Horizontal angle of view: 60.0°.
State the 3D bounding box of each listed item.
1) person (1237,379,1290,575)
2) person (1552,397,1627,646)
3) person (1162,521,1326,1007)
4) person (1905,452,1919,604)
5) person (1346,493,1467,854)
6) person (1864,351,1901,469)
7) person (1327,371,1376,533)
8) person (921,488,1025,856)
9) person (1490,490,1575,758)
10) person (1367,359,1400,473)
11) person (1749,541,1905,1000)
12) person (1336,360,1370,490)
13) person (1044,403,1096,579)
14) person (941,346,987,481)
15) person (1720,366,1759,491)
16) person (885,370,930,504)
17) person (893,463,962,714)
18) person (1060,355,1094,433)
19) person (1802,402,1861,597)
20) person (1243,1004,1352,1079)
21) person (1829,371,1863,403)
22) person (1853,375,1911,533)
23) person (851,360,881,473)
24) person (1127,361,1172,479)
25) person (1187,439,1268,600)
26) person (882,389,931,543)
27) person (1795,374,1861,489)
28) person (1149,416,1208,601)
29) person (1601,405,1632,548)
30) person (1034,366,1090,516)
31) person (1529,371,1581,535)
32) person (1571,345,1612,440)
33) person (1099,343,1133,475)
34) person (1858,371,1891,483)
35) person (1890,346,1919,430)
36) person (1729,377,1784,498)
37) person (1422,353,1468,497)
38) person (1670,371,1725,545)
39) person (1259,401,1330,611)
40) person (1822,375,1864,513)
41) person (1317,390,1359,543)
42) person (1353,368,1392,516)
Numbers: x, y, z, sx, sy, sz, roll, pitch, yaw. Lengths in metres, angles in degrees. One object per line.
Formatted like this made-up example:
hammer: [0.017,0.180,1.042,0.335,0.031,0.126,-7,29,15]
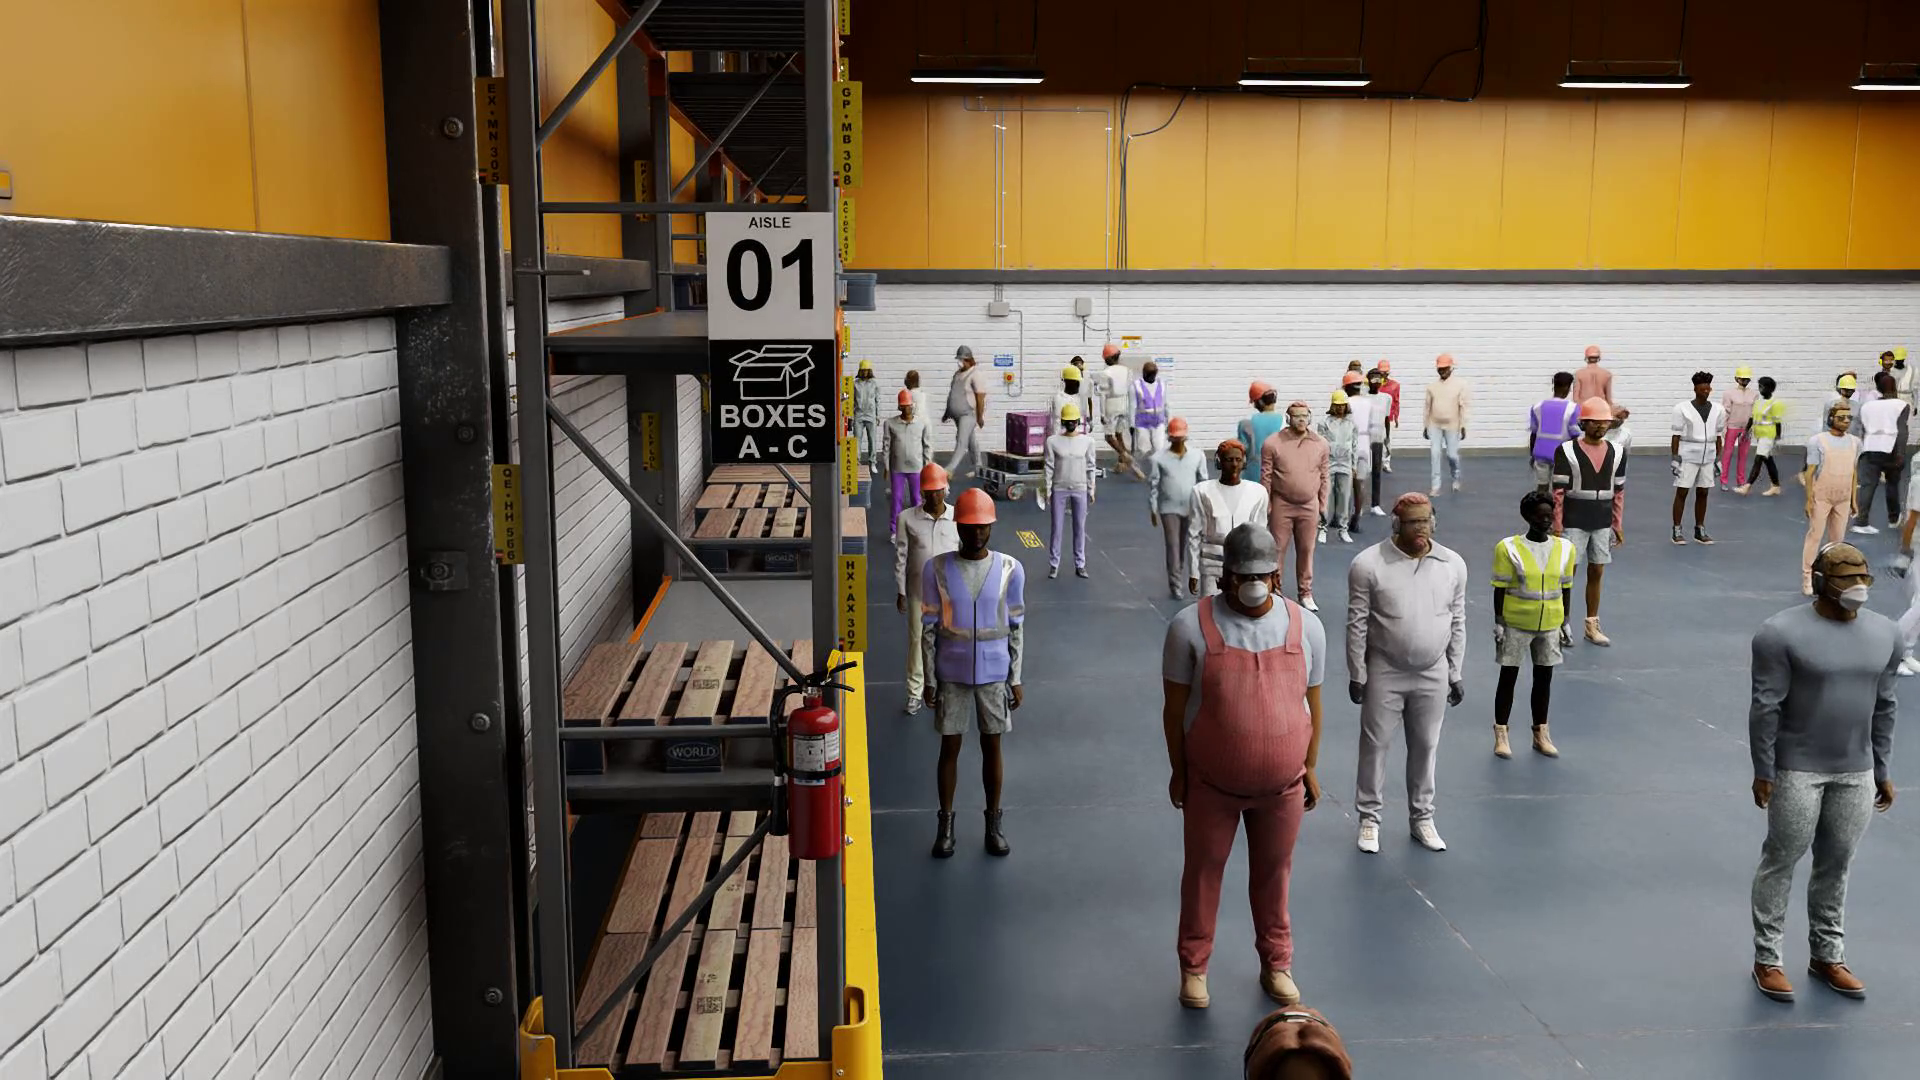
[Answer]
person: [3.073,-0.591,16.545,0.658,2.001,0.480,3,9,15]
person: [5.140,-0.144,13.602,0.608,2.048,0.370,-1,9,-4]
person: [1.191,0.929,6.881,0.682,2.000,0.537,-1,9,-4]
person: [9.063,-0.273,15.418,0.489,1.725,0.539,9,13,44]
person: [2.352,0.698,8.754,0.641,1.908,0.407,-1,9,-4]
person: [14.325,-1.999,25.806,0.515,1.872,0.328,-1,9,-4]
person: [4.637,-1.047,19.754,0.570,1.890,0.681,-2,9,-14]
person: [0.068,0.691,8.686,0.545,1.942,0.353,-1,9,-4]
person: [3.597,0.528,10.468,0.536,1.700,0.318,-1,9,-4]
person: [6.464,-1.890,25.483,0.564,1.751,0.330,-1,9,-4]
person: [3.621,0.964,6.984,0.630,1.940,0.372,-1,9,-4]
person: [5.551,-1.620,23.502,0.506,1.846,0.345,-1,9,-4]
person: [1.100,-0.491,16.660,0.526,1.768,0.315,-1,9,-4]
person: [-0.003,-1.907,24.694,1.002,2.000,0.687,-5,10,-29]
person: [10.962,-1.561,23.380,0.526,1.768,0.315,-1,9,-4]
person: [-0.633,-1.337,21.897,0.950,1.781,0.548,9,13,44]
person: [-0.179,0.335,11.509,0.564,1.751,0.330,-1,9,-4]
person: [1.695,-1.745,24.196,0.515,1.876,0.328,-1,9,-4]
person: [8.223,-0.376,15.688,0.506,1.847,0.345,-1,9,-4]
person: [0.640,1.702,3.286,0.515,1.641,0.309,-1,9,-4]
person: [12.940,-1.652,24.346,0.515,1.641,0.309,-1,9,-4]
person: [10.953,-1.010,19.679,0.992,1.843,0.667,-6,11,-32]
person: [-1.456,-1.894,25.536,0.487,1.746,0.289,-1,9,-4]
person: [2.714,-1.689,24.058,0.681,1.810,0.677,-3,9,-16]
person: [1.892,0.224,11.819,0.581,1.881,0.339,-1,9,-4]
person: [-0.604,-0.835,18.859,0.564,1.751,0.330,-1,9,-4]
person: [12.395,-1.550,23.689,0.833,1.651,0.582,5,10,29]
person: [2.073,-0.331,15.813,0.556,1.716,0.879,-1,9,-9]
person: [7.275,-0.737,18.754,0.526,1.592,0.856,1,9,8]
person: [1.307,-1.252,21.002,0.642,1.905,0.602,7,11,36]
person: [6.837,-0.975,19.163,0.637,1.943,0.444,7,11,36]
person: [9.751,-2.018,25.644,0.613,1.972,0.772,1,9,5]
person: [2.399,-1.958,25.100,0.644,2.016,0.673,-6,11,-32]
person: [13.373,-1.665,24.413,0.545,1.659,0.775,-7,11,-37]
person: [15.233,-2.206,27.027,0.616,1.890,0.522,3,10,20]
person: [10.893,-1.397,22.677,0.843,1.651,0.545,-1,9,-4]
person: [6.666,-1.582,22.856,0.632,1.975,0.577,6,11,31]
person: [8.305,-0.922,18.742,0.607,1.965,0.367,-1,9,-4]
person: [3.024,-0.301,15.015,0.641,1.913,0.407,-1,9,-4]
person: [11.259,-1.218,21.227,0.526,1.768,0.315,-1,9,-4]
person: [4.286,-0.832,18.874,0.487,1.744,0.297,-1,9,-4]
person: [5.197,-1.234,20.988,0.515,1.876,0.328,-1,9,-4]
